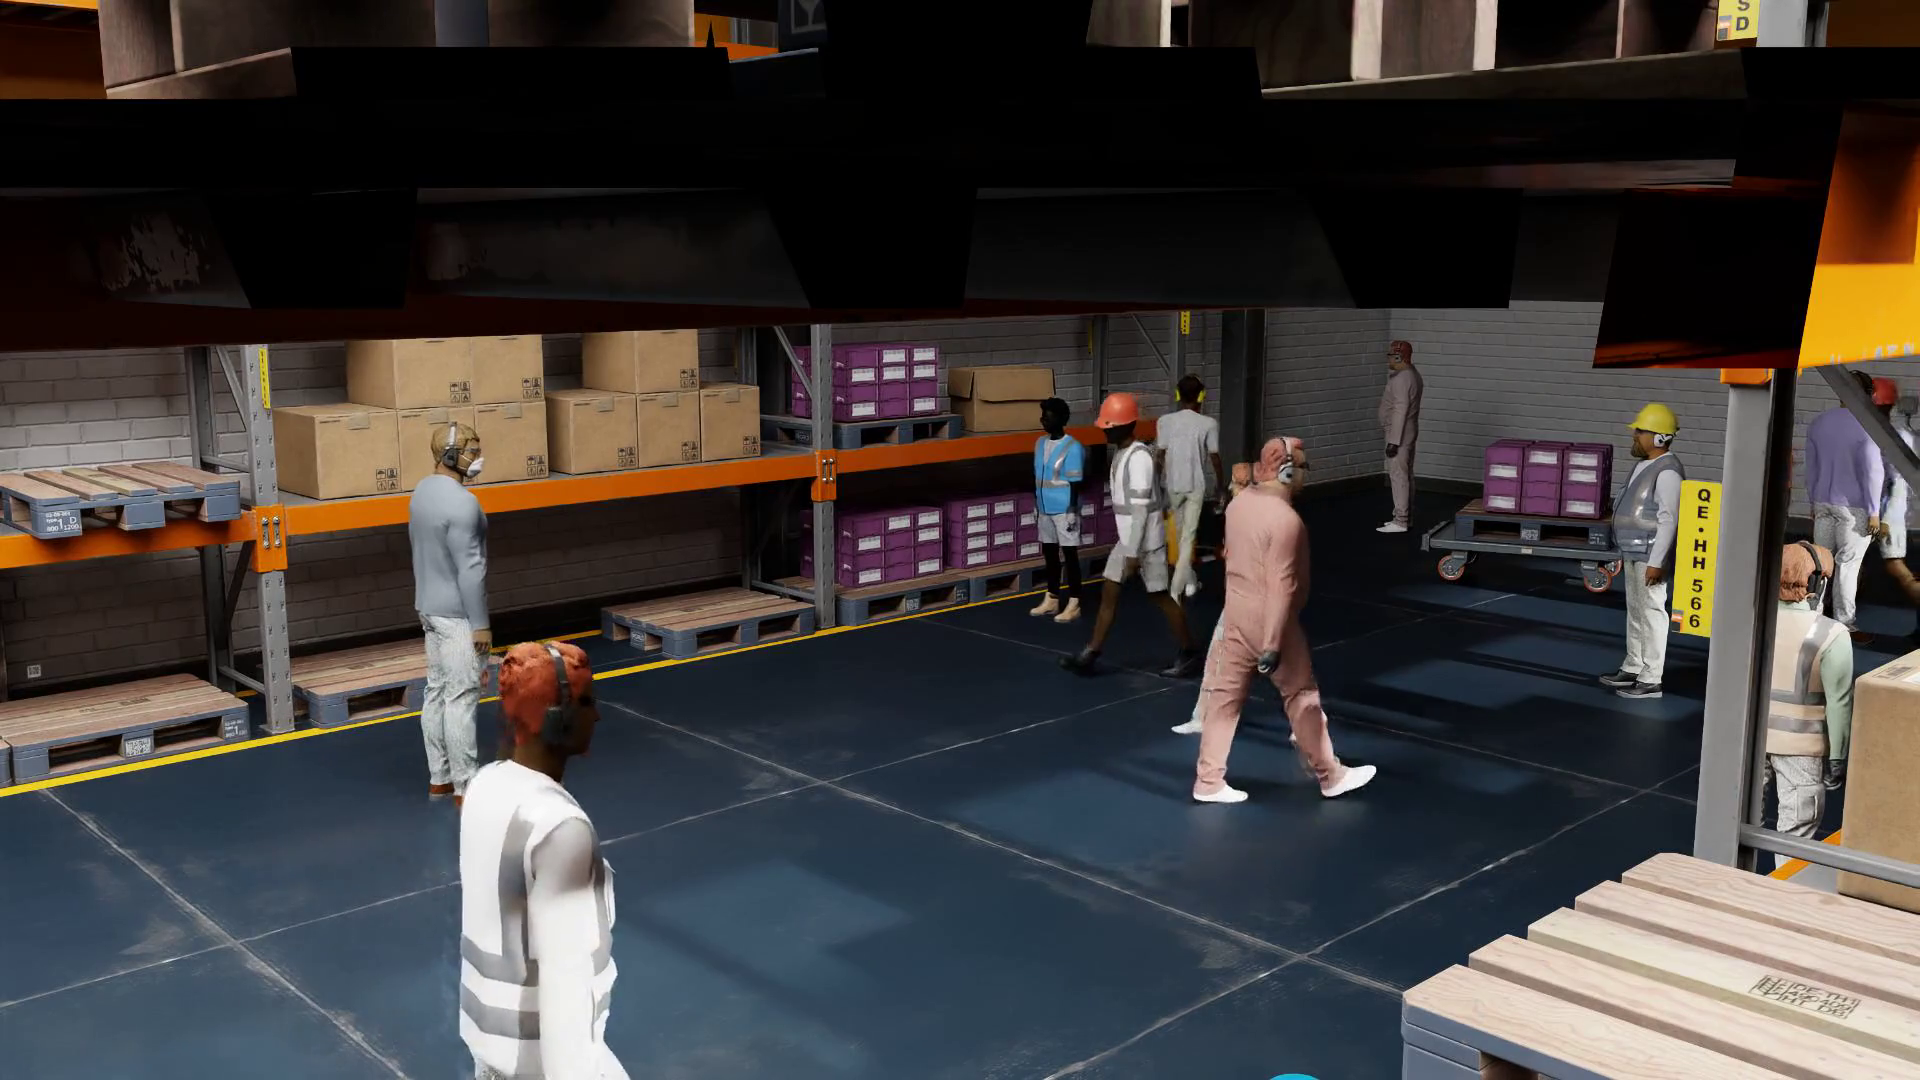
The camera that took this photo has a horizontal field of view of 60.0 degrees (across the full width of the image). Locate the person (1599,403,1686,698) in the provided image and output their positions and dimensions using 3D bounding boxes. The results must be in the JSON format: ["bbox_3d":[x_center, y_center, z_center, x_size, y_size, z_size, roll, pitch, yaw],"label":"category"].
[{"bbox_3d":[4.264,0.064,10.363,0.404,1.837,0.589,1,10,5],"label":"person"}]

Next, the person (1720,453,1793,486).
[{"bbox_3d":[5.888,-0.200,12.357,0.402,1.682,0.566,-3,10,-20],"label":"person"}]

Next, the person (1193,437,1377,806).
[{"bbox_3d":[1.605,0.411,8.279,0.965,1.856,0.642,-4,10,-20],"label":"person"}]

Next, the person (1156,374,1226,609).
[{"bbox_3d":[1.799,-0.387,13.074,0.541,1.827,0.977,5,11,25],"label":"person"}]

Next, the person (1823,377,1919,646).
[{"bbox_3d":[6.604,-0.218,11.878,0.846,1.894,0.629,1,10,8],"label":"person"}]

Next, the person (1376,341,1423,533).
[{"bbox_3d":[4.346,-1.022,16.516,0.401,1.906,0.651,5,11,27],"label":"person"}]

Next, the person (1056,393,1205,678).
[{"bbox_3d":[1.124,-0.012,10.679,1.017,1.872,0.582,-2,10,-14],"label":"person"}]

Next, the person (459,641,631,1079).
[{"bbox_3d":[-0.888,1.145,3.940,0.708,1.860,0.622,-7,12,-37],"label":"person"}]

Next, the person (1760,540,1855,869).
[{"bbox_3d":[3.230,0.816,6.535,0.306,1.639,0.523,-6,11,-32],"label":"person"}]

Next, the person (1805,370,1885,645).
[{"bbox_3d":[6.261,-0.231,11.787,0.371,1.941,0.627,-3,10,-16],"label":"person"}]

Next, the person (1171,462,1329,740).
[{"bbox_3d":[1.681,0.348,9.385,0.844,1.600,0.514,-1,10,-4],"label":"person"}]

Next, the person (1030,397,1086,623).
[{"bbox_3d":[0.729,-0.231,12.514,0.318,1.692,0.531,-7,12,-36],"label":"person"}]

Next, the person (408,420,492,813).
[{"bbox_3d":[-2.499,0.377,8.245,0.375,1.936,0.627,-8,12,-38],"label":"person"}]
